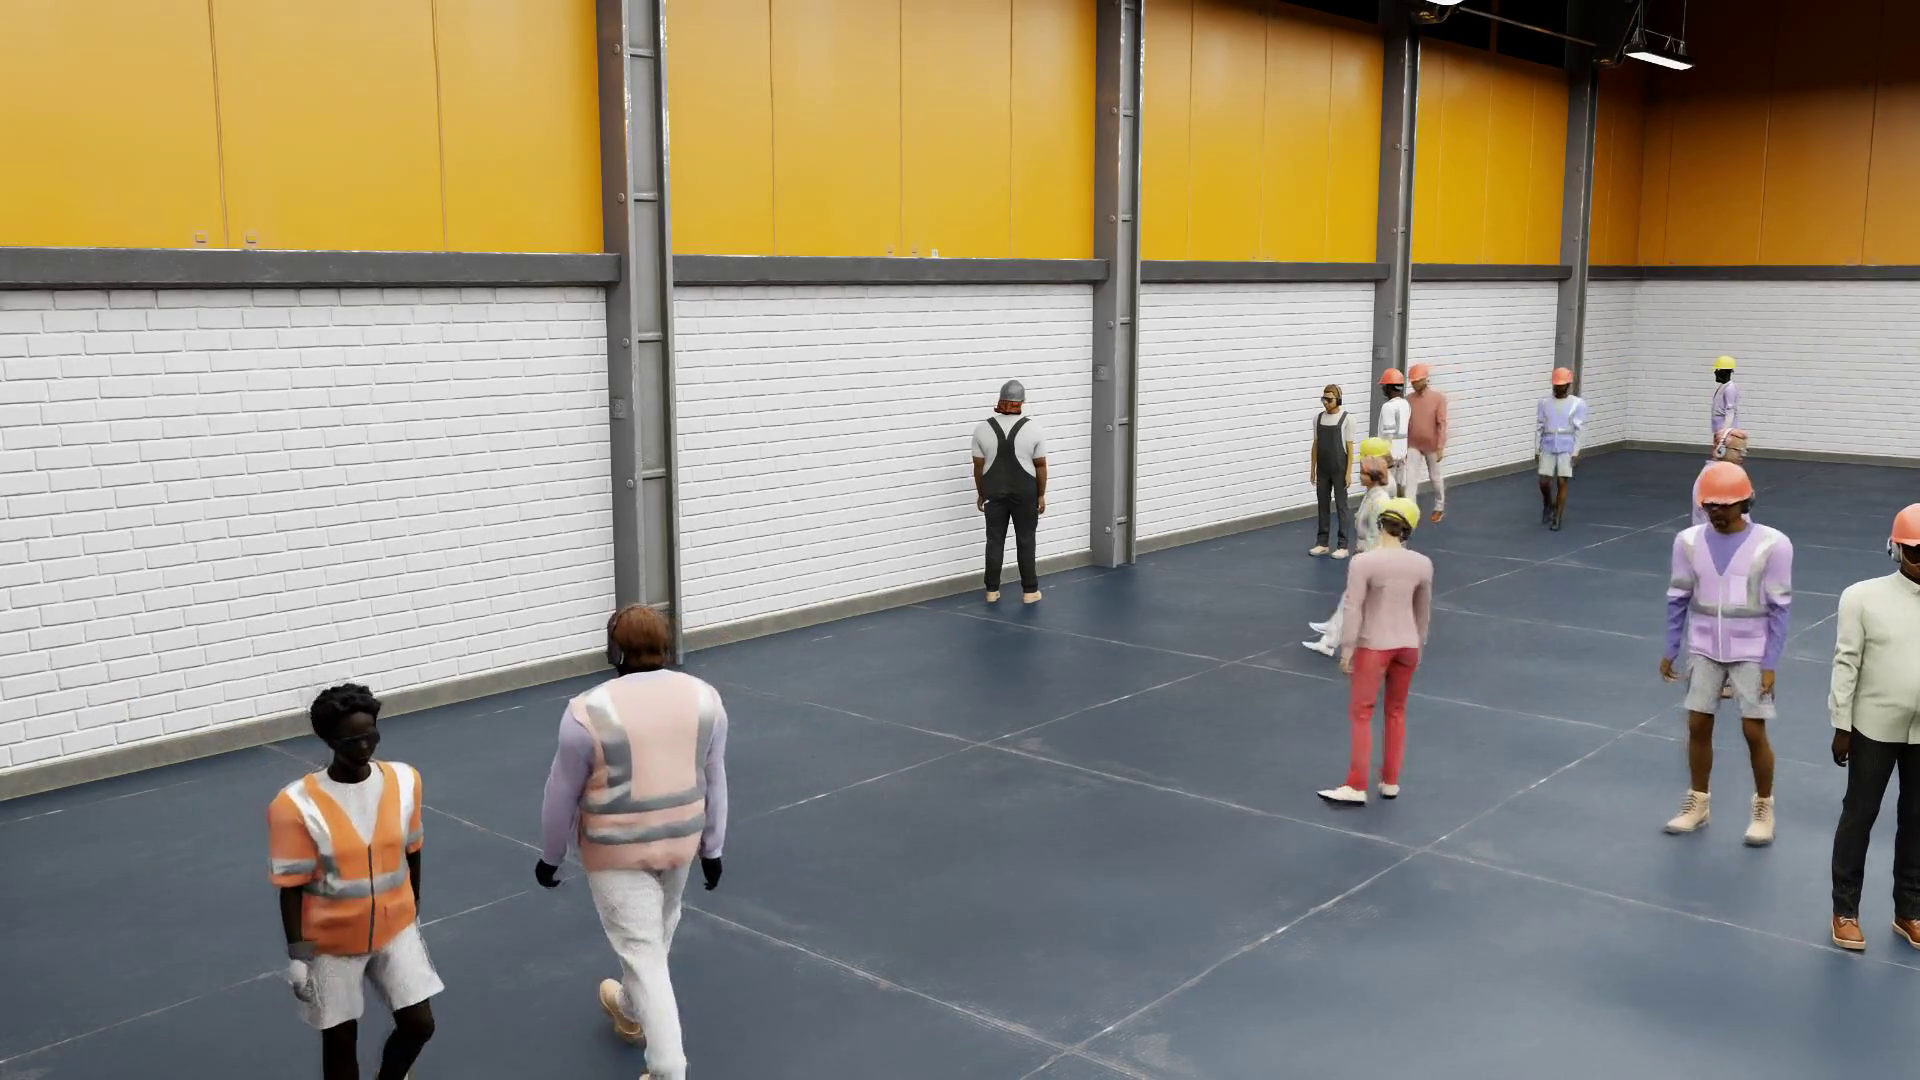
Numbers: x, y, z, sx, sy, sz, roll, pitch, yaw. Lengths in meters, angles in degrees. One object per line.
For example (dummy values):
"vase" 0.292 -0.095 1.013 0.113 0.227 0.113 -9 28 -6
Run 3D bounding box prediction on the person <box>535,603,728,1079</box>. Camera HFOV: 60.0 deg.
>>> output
"person" -1.219 1.116 6.102 0.640 1.791 0.940 -7 12 -39

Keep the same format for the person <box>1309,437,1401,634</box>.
"person" 3.302 0.019 13.342 0.880 1.688 0.490 0 9 0

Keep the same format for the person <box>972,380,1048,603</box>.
"person" 0.474 -0.447 15.167 0.688 2.000 0.538 2 9 13

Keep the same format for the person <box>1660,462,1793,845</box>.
"person" 4.021 0.587 8.743 0.537 2.017 0.670 -8 12 -40

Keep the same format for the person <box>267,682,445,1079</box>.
"person" -1.951 1.286 5.393 0.540 1.684 0.369 -8 12 -41

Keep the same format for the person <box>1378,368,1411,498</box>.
"person" 4.826 -0.956 18.683 0.362 1.935 0.553 7 11 37

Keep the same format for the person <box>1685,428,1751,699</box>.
"person" 5.401 0.153 11.837 0.399 1.903 0.643 4 10 26

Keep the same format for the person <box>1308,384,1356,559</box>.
"person" 3.925 -0.727 17.569 0.507 1.841 0.334 8 12 43

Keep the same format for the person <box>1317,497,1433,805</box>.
"person" 2.339 0.627 9.431 0.729 1.716 0.363 -3 10 -20

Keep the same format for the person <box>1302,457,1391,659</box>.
"person" 3.046 0.170 12.641 0.824 1.595 0.545 1 9 4

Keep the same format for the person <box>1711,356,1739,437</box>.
"person" 9.961 -1.434 21.758 0.381 1.932 0.596 2 9 15

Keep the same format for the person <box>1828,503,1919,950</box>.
"person" 4.154 0.823 7.334 0.612 1.995 0.376 1 9 6

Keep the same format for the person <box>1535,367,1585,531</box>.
"person" 7.001 -1.065 19.454 0.545 1.918 0.495 5 11 31

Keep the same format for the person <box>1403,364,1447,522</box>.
"person" 5.544 -1.131 19.836 0.631 1.932 1.052 7 11 36
